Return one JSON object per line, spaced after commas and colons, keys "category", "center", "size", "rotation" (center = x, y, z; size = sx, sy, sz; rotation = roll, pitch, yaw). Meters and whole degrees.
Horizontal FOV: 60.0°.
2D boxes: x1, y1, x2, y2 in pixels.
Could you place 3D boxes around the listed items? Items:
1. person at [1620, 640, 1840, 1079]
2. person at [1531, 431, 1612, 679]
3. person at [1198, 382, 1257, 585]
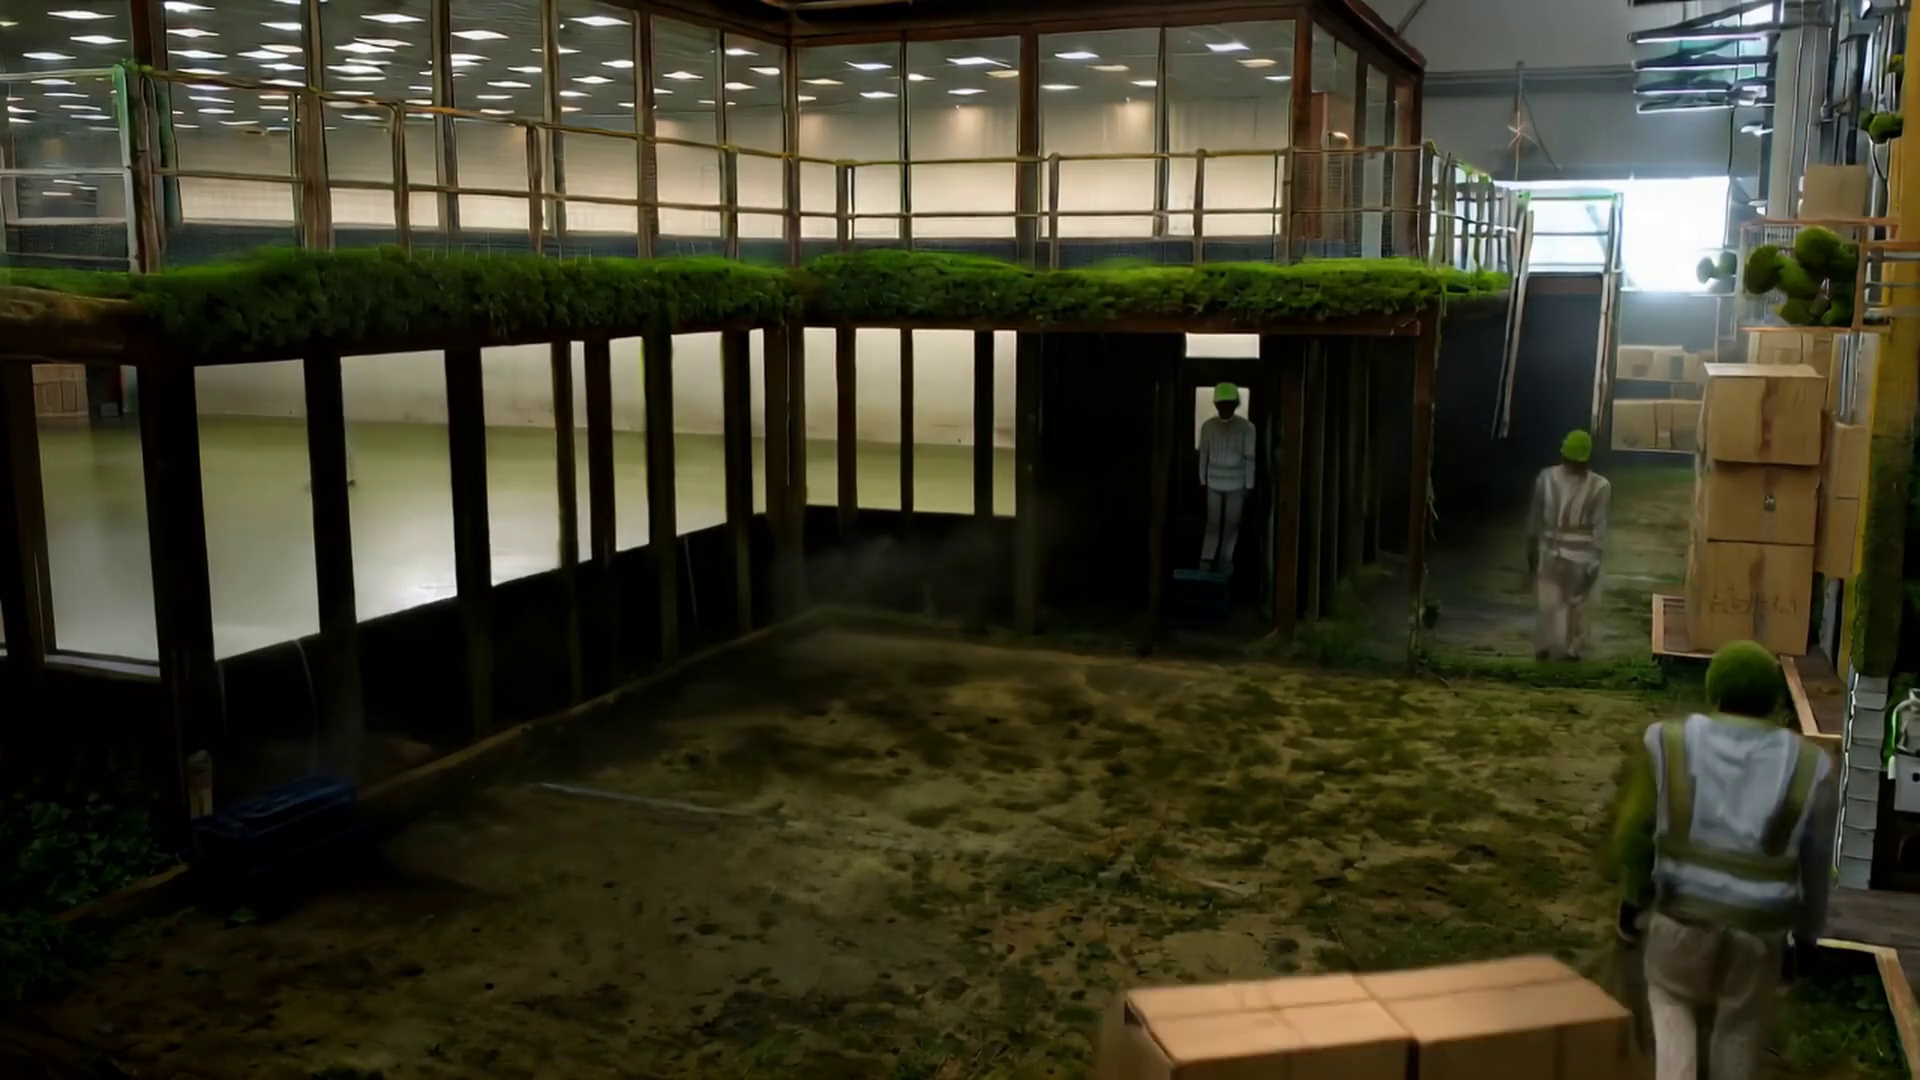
{"category": "person", "center": [2.576, 1.246, 5.616], "size": [0.648, 1.830, 0.487], "rotation": [4, 10, 23]}
{"category": "person", "center": [4.550, 0.109, 12.468], "size": [0.620, 1.877, 0.870], "rotation": [7, 11, 36]}
{"category": "person", "center": [2.592, -0.551, 16.236], "size": [0.615, 1.984, 0.409], "rotation": [8, 12, 41]}
